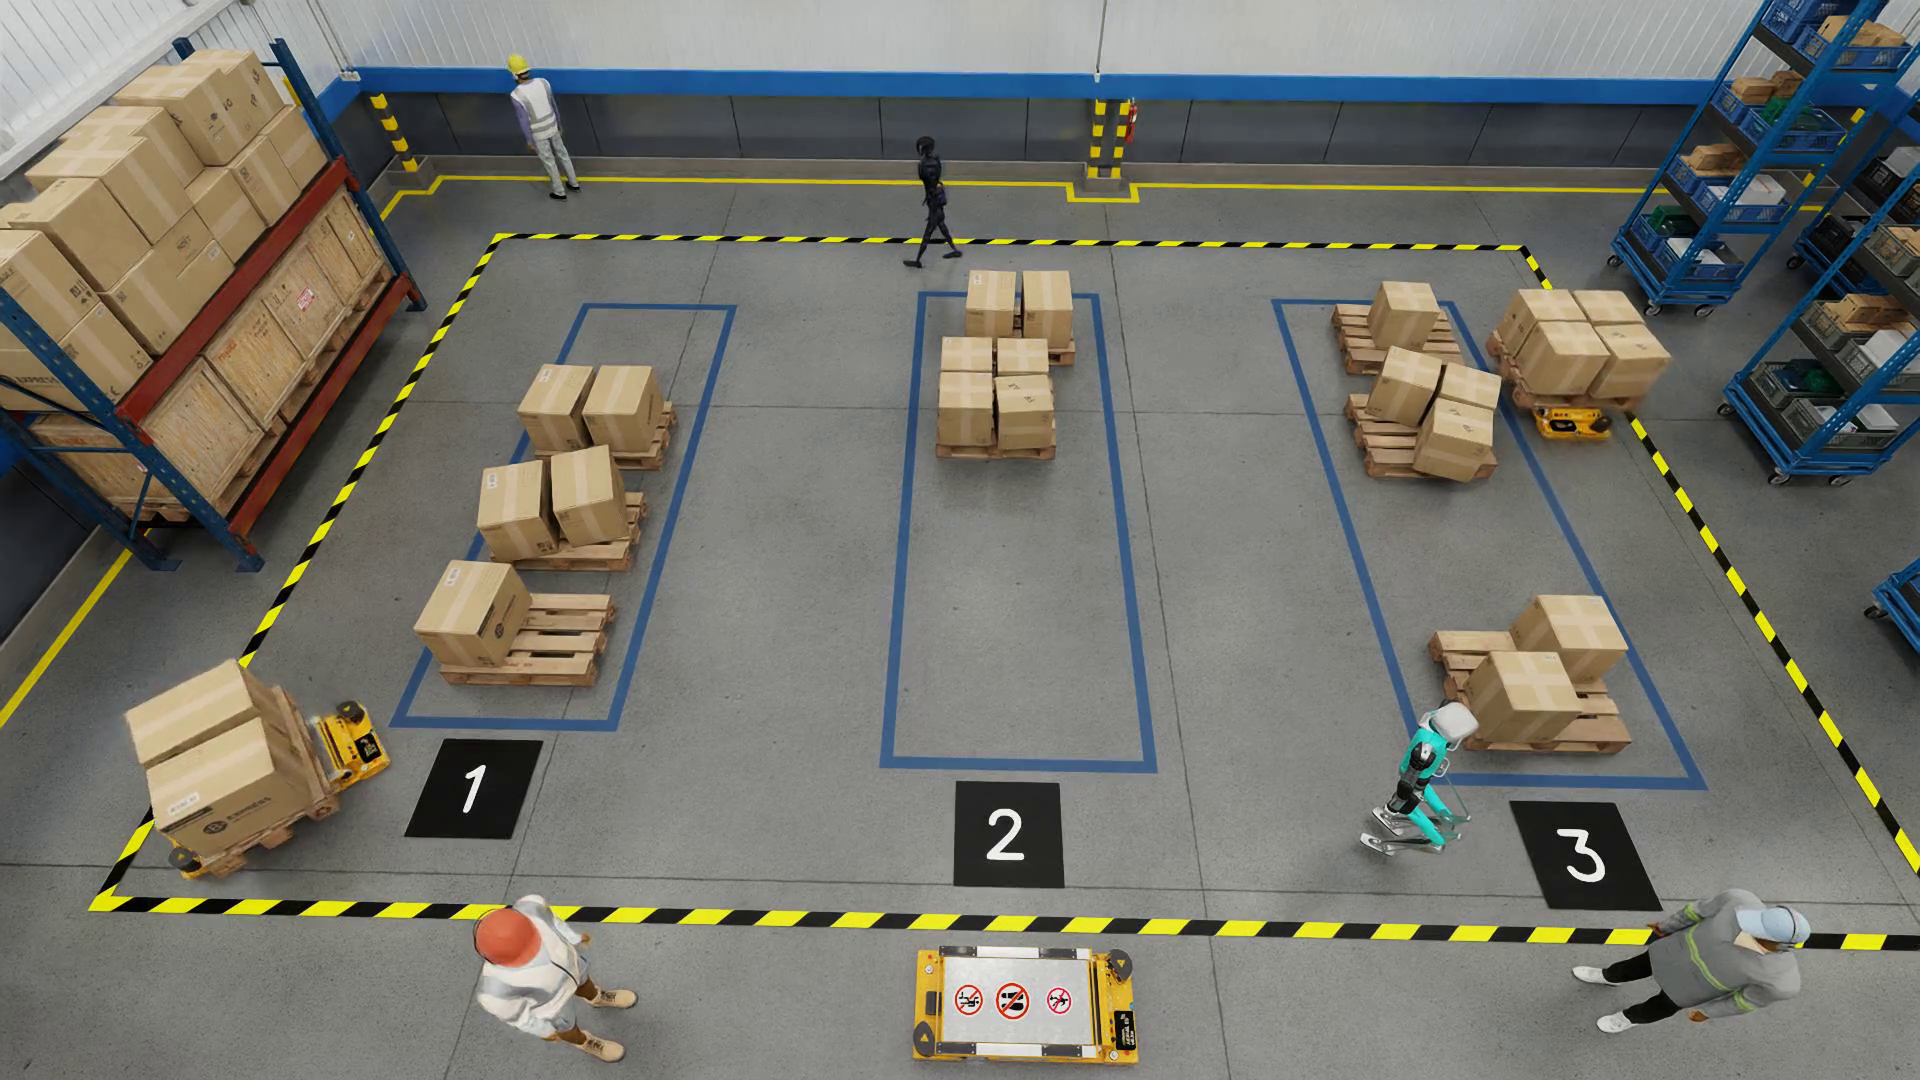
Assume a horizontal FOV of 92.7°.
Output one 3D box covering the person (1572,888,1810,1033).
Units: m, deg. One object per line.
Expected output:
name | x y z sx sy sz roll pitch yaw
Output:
person | 4.312 2.517 5.416 0.396 1.847 0.587 -1 51 -1

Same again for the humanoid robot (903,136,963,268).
humanoid robot | -0.338 -4.003 10.868 0.777 1.619 0.610 -8 51 -7

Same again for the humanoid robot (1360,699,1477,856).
humanoid robot | 3.164 1.697 6.068 0.735 1.677 0.533 34 58 24

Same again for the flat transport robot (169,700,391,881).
flat transport robot | -5.199 1.851 6.959 1.431 0.197 0.652 -32 58 -24

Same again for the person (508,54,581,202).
person | -5.372 -5.270 11.772 0.403 1.831 0.594 25 55 19

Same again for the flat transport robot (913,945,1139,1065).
flat transport robot | 0.422 3.041 6.007 1.431 0.231 0.659 1 51 1

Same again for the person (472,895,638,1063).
person | -2.311 2.539 5.278 0.389 2.035 0.604 4 51 3

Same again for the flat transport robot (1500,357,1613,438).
flat transport robot | 6.356 -1.663 9.823 0.652 0.197 1.431 1 51 1
